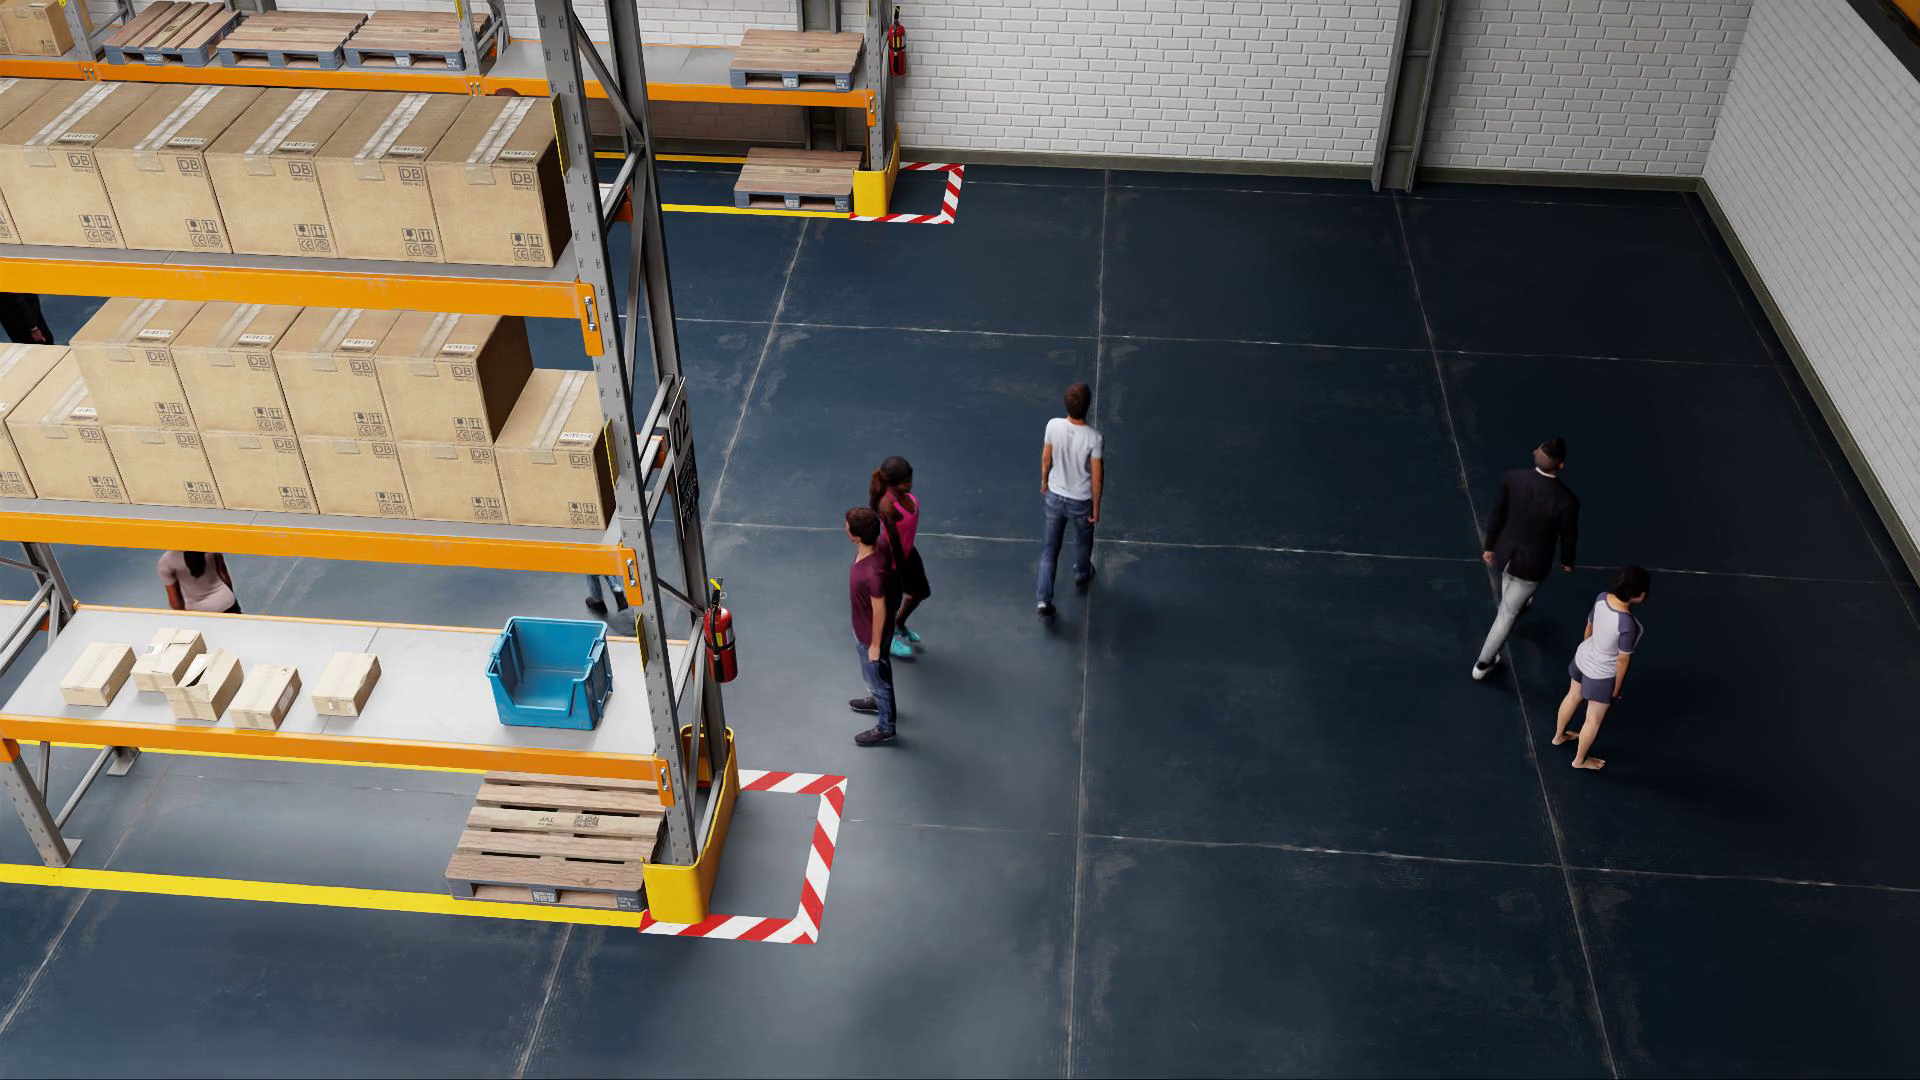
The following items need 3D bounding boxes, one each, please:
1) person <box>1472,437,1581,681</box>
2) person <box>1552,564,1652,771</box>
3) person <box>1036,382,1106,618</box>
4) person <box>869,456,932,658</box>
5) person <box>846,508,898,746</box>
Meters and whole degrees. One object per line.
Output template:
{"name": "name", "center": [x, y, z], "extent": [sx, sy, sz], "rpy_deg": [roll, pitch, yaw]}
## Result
{"name": "person", "center": [3.721, 0.150, 11.107], "extent": [1.210, 1.913, 1.174], "rpy_deg": [-30, 47, -32]}
{"name": "person", "center": [4.088, 0.788, 10.587], "extent": [0.624, 1.565, 0.626], "rpy_deg": [-10, 40, -12]}
{"name": "person", "center": [0.734, -0.250, 11.660], "extent": [1.089, 1.848, 0.878], "rpy_deg": [13, 40, 15]}
{"name": "person", "center": [-0.519, 0.115, 11.314], "extent": [0.687, 1.710, 0.640], "rpy_deg": [14, 41, 17]}
{"name": "person", "center": [-0.552, 0.530, 10.683], "extent": [0.613, 1.850, 0.690], "rpy_deg": [-3, 39, -4]}
